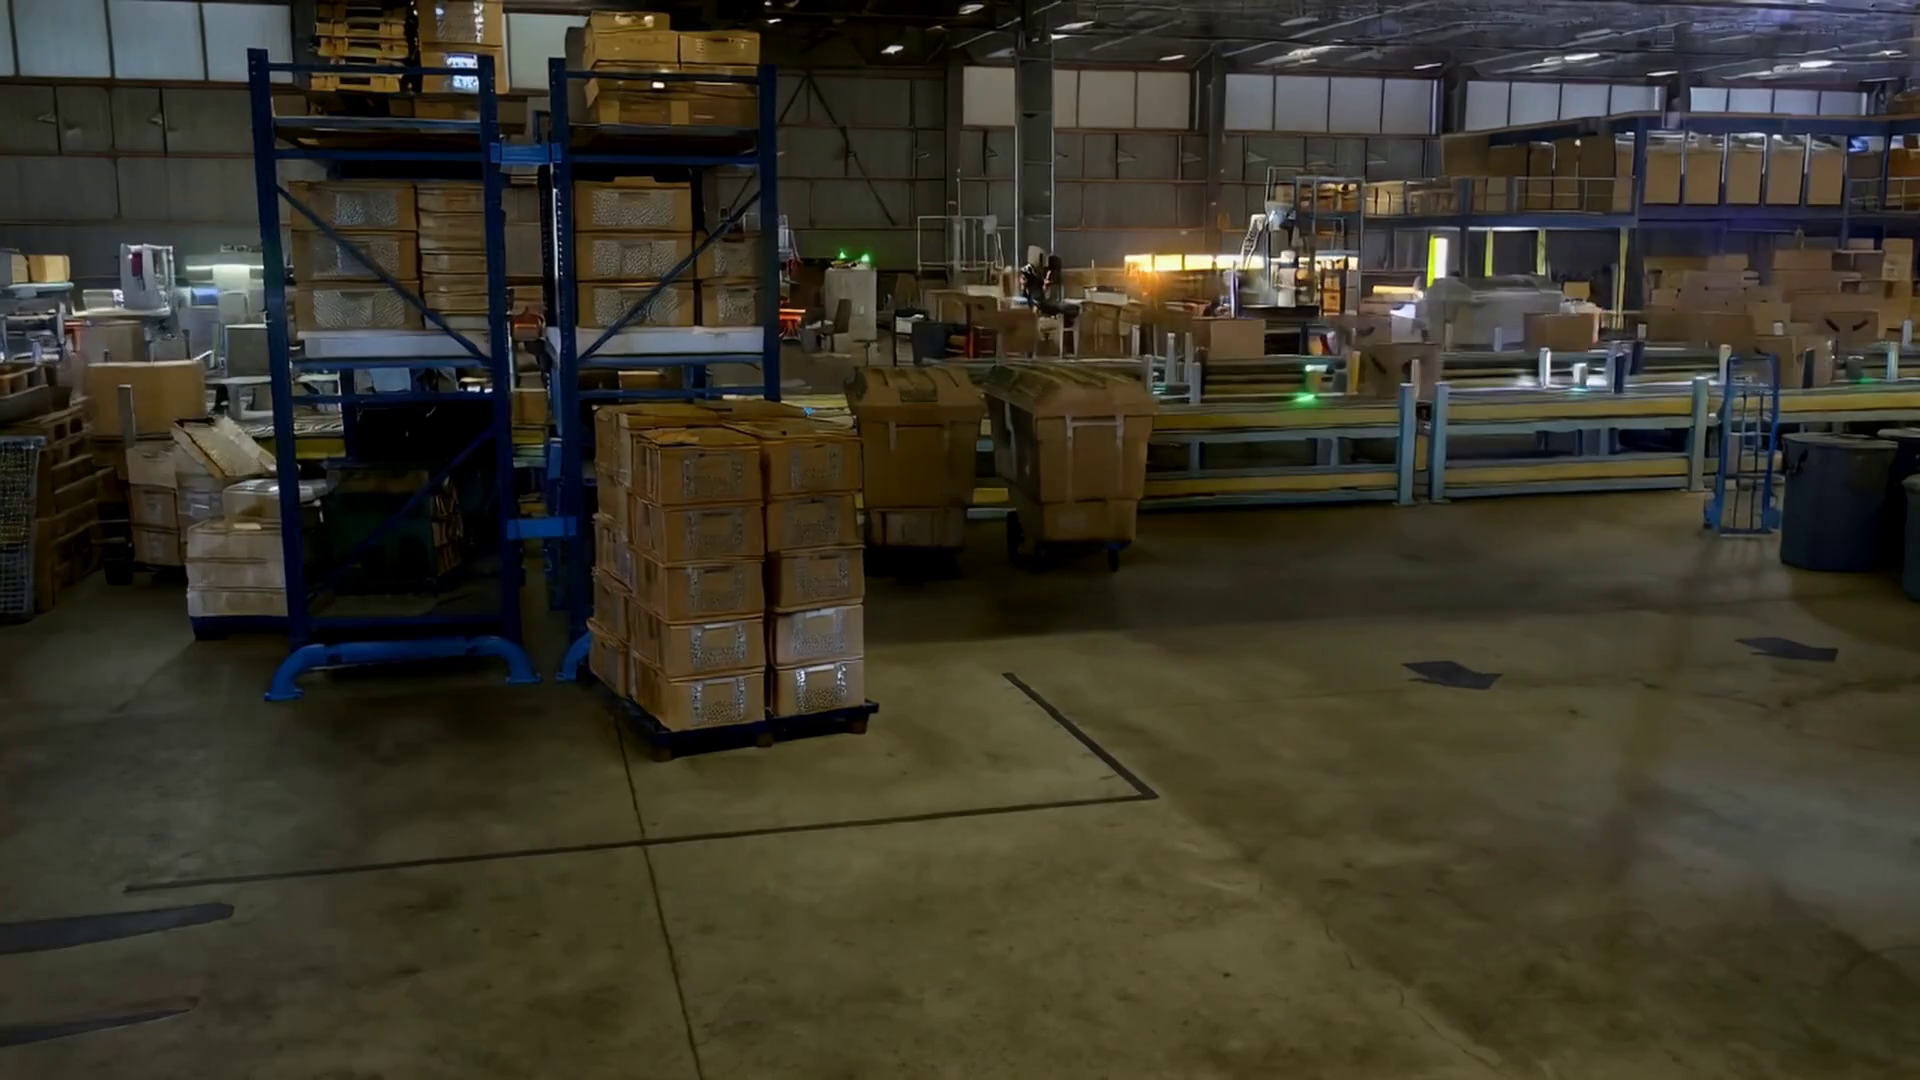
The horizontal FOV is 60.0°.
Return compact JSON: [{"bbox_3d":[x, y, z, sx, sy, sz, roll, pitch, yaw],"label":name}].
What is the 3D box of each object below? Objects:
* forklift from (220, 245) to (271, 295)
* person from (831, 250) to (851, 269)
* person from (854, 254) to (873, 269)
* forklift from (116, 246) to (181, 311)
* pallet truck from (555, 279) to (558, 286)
[{"bbox_3d":[-17.749,-6.334,41.440,1.157,1.987,2.680,-3,10,-17],"label":"forklift"},{"bbox_3d":[-3.435,-7.384,48.182,0.610,2.033,0.398,2,10,13],"label":"person"},{"bbox_3d":[-2.901,-7.797,50.865,0.652,1.906,0.402,5,11,26],"label":"person"},{"bbox_3d":[-19.966,-6.232,40.894,1.157,1.987,2.680,-3,10,-15],"label":"forklift"},{"bbox_3d":[-10.604,-6.375,44.520,0.653,1.274,1.630,-3,10,-15],"label":"pallet truck"}]
